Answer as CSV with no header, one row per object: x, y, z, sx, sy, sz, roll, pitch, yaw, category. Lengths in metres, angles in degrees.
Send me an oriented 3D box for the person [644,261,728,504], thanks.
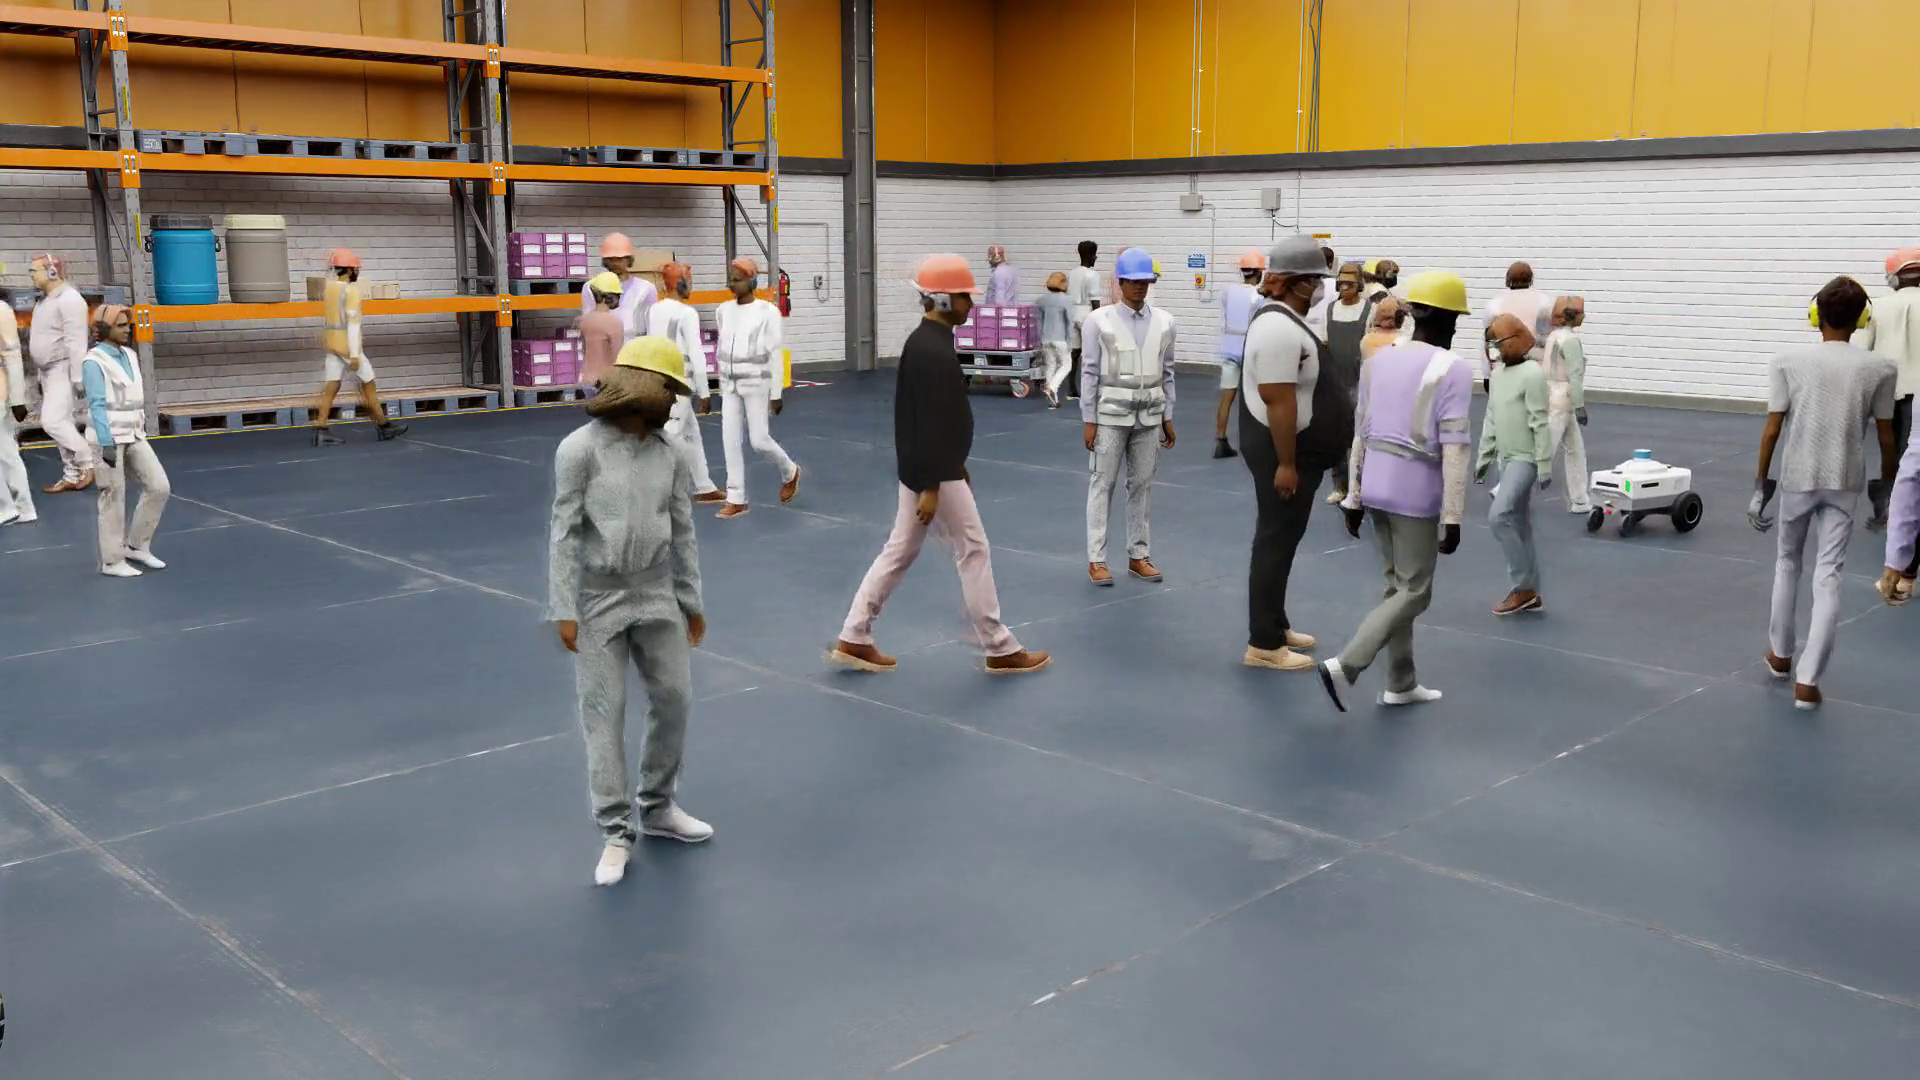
-2.114,-1.122,12.223,0.976,1.844,0.590,-9,14,-40,person

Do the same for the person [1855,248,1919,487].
6.565,-1.034,11.481,0.726,1.919,1.010,7,12,33,person

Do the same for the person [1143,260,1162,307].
2.332,-2.672,21.030,0.884,1.693,0.583,-3,11,-14,person

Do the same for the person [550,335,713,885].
-1.054,0.212,5.310,0.585,1.710,0.353,-9,14,-42,person

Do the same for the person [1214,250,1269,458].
2.668,-1.710,15.282,0.546,1.879,1.000,10,14,42,person

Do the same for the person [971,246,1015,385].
0.464,-3.016,22.435,0.785,1.868,0.695,3,11,16,person

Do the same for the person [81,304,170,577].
-4.933,-0.578,9.831,0.437,1.622,0.538,1,10,4,person

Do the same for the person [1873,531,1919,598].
5.457,-0.443,9.000,0.538,1.663,0.853,-3,11,-17,person

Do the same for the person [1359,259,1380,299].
4.396,-2.124,17.872,0.325,1.769,0.524,-6,12,-30,person

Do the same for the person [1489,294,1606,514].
4.280,-0.970,12.020,0.820,1.606,0.507,2,11,11,person

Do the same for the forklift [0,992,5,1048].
-3.245,0.323,3.363,2.313,2.155,1.214,2,11,13,forklift

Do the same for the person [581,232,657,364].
-2.725,-1.429,13.332,0.616,2.040,0.391,-1,10,-3,person

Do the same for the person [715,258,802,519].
-1.493,-1.104,12.057,0.584,1.865,0.741,7,12,32,person

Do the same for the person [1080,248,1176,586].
0.984,-0.711,9.670,0.605,1.949,0.402,-4,11,-19,person

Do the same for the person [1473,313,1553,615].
2.950,-0.398,8.870,0.456,1.604,0.525,-1,10,-5,person

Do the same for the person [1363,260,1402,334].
4.212,-1.959,16.961,0.991,1.785,0.630,4,11,19,person

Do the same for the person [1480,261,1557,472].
4.670,-1.422,13.914,0.619,1.817,0.868,4,11,21,person

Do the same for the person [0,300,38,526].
-6.729,-1.018,11.459,0.586,1.903,0.594,-9,14,-42,person

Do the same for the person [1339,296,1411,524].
2.974,-0.913,11.757,0.820,1.610,0.522,-6,12,-28,person

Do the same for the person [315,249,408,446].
-5.903,-1.865,16.141,0.567,1.881,0.978,8,13,36,person

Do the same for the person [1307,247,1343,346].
3.451,-1.853,15.998,0.588,1.914,0.392,8,13,36,person

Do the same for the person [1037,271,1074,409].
1.090,-2.312,19.314,0.500,1.619,0.440,7,13,35,person

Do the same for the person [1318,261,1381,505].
2.880,-1.158,12.437,0.528,1.827,0.407,7,13,35,person

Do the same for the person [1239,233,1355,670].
1.585,-0.425,7.863,0.537,2.000,0.688,2,11,9,person

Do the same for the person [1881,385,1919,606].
3.310,0.093,5.367,0.758,1.914,0.662,-8,13,-37,person

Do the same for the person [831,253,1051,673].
-0.131,-0.327,7.609,1.014,1.953,0.618,-2,11,-12,person

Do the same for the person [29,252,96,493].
-7.062,-1.294,13.008,0.667,1.888,0.436,10,14,43,person

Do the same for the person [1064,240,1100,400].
1.522,-2.681,20.365,0.362,1.963,0.612,-7,12,-33,person

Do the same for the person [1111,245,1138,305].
2.226,-2.984,22.240,0.433,1.887,0.671,6,12,30,person

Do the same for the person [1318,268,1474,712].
1.800,-0.178,6.926,0.715,1.896,0.630,-6,12,-30,person

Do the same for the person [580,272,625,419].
-2.797,-1.186,12.838,0.525,1.747,0.545,9,14,40,person

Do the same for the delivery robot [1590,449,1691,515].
4.666,-0.378,11.402,0.707,0.478,0.477,-6,12,-30,delivery robot

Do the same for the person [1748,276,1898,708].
3.805,-0.230,7.340,0.567,1.832,0.881,5,11,25,person
